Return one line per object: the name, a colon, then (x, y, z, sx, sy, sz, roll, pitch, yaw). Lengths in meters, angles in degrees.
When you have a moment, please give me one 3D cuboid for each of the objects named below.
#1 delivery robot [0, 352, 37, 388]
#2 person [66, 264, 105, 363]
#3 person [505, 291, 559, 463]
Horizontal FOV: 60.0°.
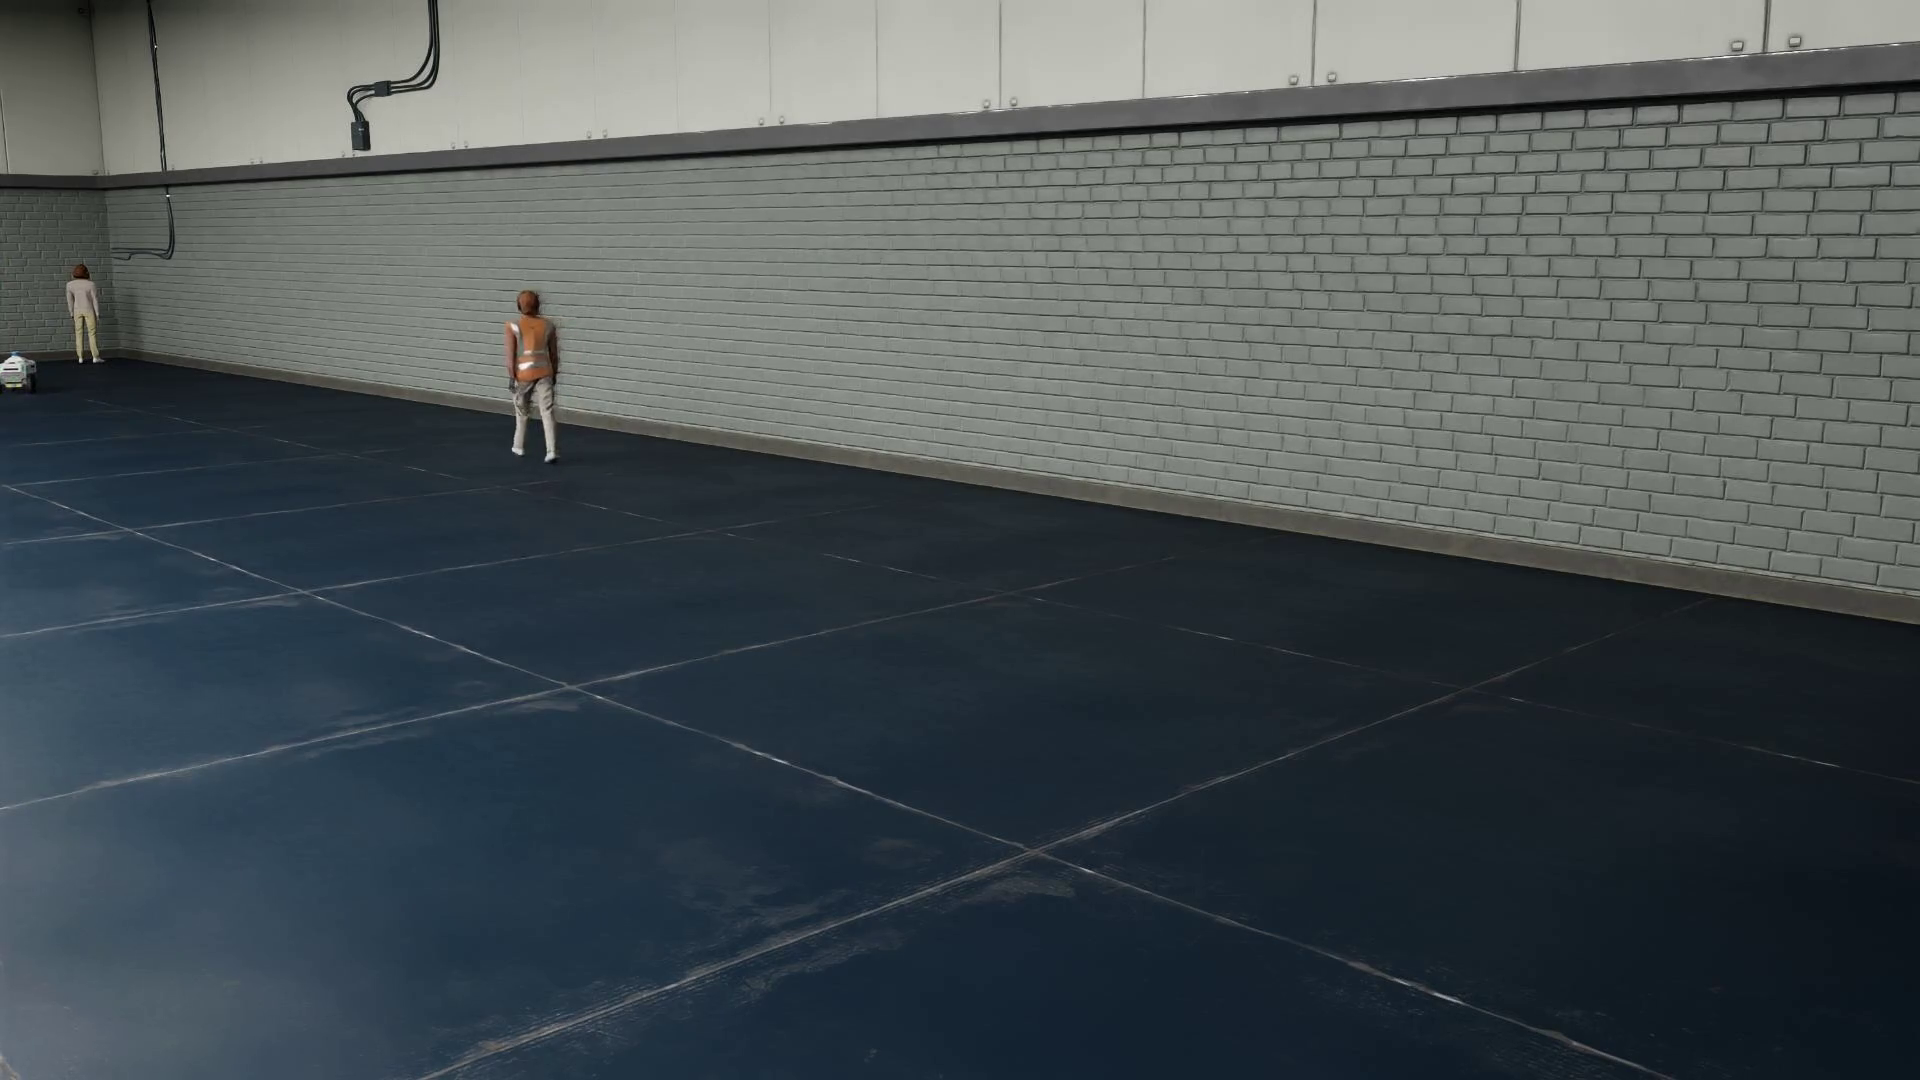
delivery robot: (-12.770, -2.308, 22.527, 0.477, 0.478, 0.707, -3, 11, -17)
person: (-14.534, -3.756, 27.619, 0.499, 1.634, 0.279, -1, 10, -3)
person: (-4.009, -1.533, 15.622, 0.537, 1.592, 0.878, -6, 12, -31)
